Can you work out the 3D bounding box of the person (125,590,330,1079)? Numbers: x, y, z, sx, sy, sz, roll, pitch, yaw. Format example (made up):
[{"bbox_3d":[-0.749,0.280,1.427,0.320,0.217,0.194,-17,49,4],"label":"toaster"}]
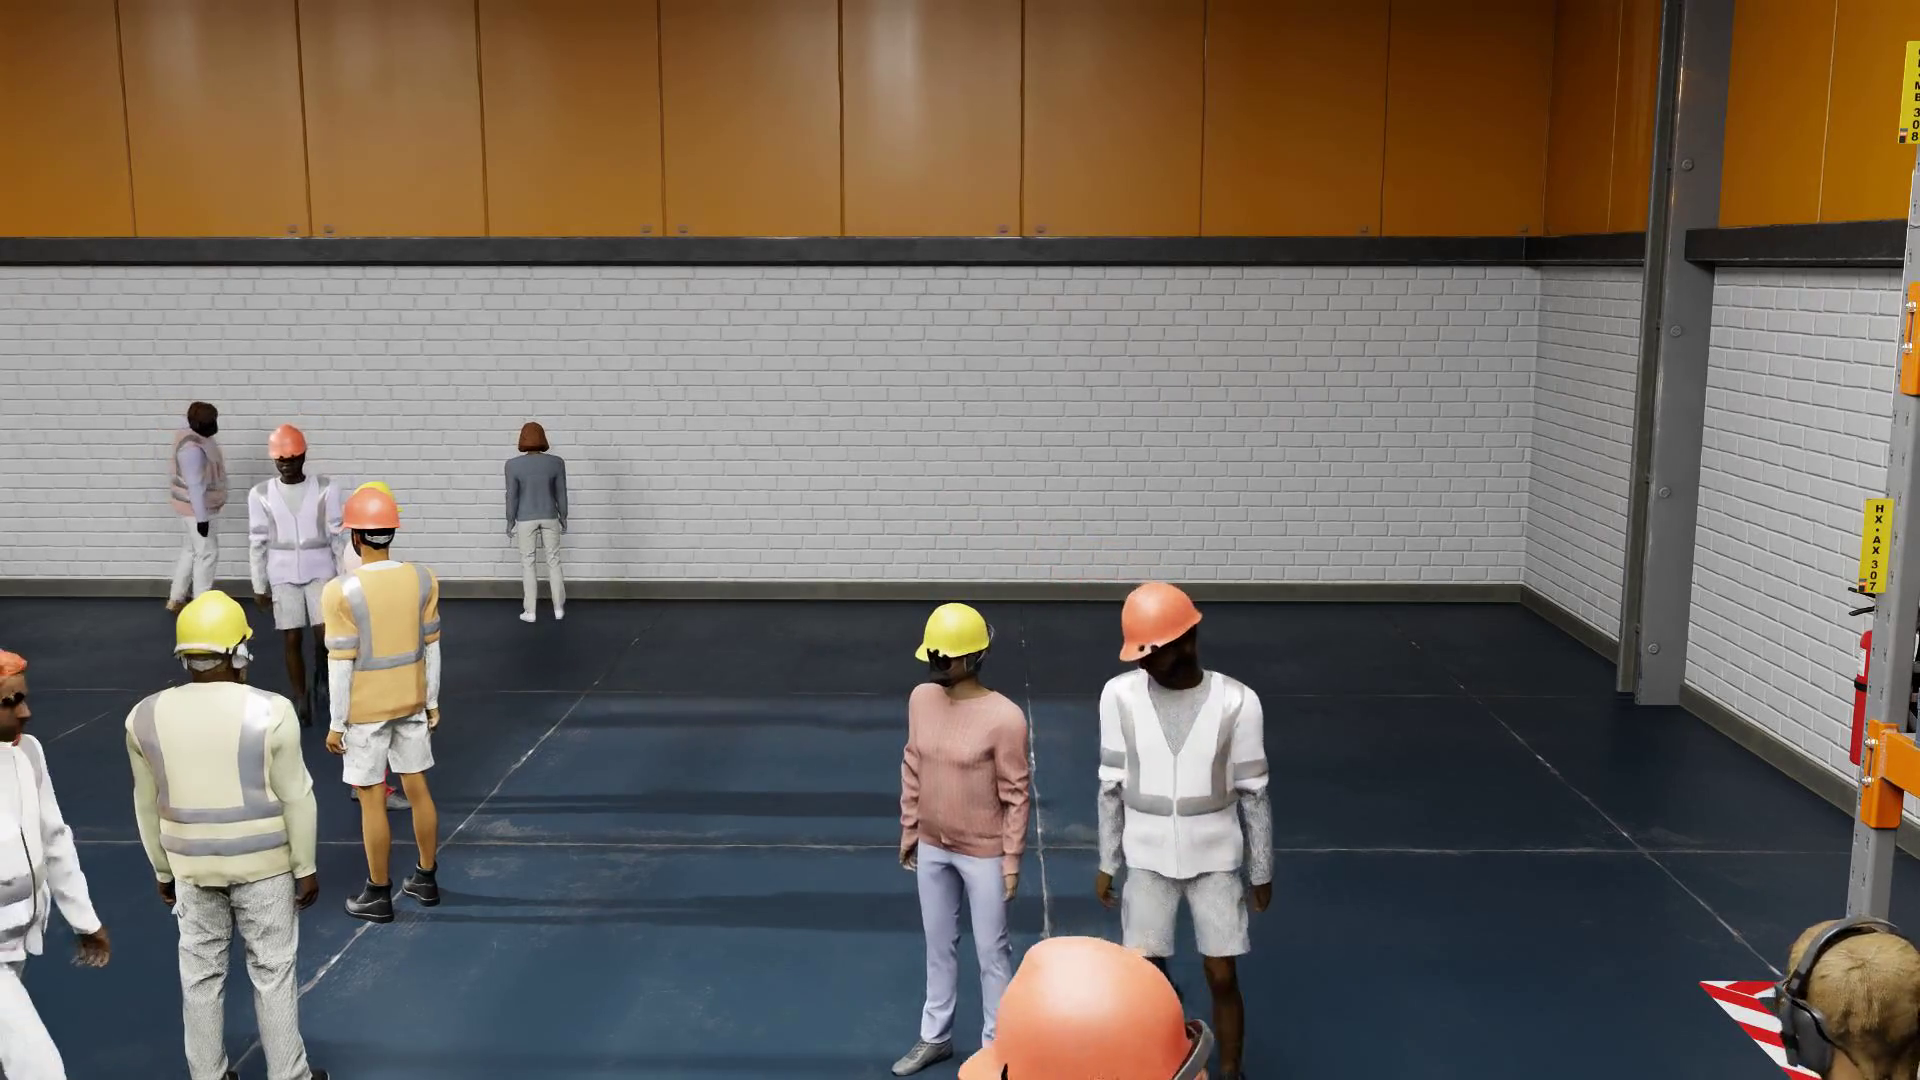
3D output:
[{"bbox_3d":[-2.460,1.075,5.645,0.587,1.837,0.404,0,9,0],"label":"person"}]

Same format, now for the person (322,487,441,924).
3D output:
[{"bbox_3d":[-2.577,0.729,7.412,0.356,1.936,0.551,8,12,39],"label":"person"}]

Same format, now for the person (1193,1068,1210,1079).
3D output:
[{"bbox_3d":[0.328,1.638,2.861,0.307,1.639,0.525,3,10,16],"label":"person"}]

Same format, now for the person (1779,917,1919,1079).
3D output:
[{"bbox_3d":[1.378,1.530,2.618,0.632,1.936,0.359,-5,11,-27],"label":"person"}]

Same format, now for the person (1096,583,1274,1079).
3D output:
[{"bbox_3d":[0.773,1.051,5.627,0.604,1.895,0.587,2,10,12],"label":"person"}]

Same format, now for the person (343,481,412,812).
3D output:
[{"bbox_3d":[-3.117,0.564,8.913,0.329,1.767,0.529,-7,12,-36],"label":"person"}]

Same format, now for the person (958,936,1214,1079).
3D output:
[{"bbox_3d":[0.110,1.525,2.417,0.814,2.010,0.631,3,10,16],"label":"person"}]

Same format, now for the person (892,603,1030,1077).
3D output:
[{"bbox_3d":[-0.002,1.081,5.837,0.523,1.763,0.329,7,12,37],"label":"person"}]

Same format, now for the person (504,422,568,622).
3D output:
[{"bbox_3d":[-3.452,-0.147,13.573,0.507,1.631,0.276,-5,11,-27],"label":"person"}]

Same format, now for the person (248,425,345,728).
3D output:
[{"bbox_3d":[-4.140,0.236,10.416,0.564,1.917,0.410,-3,10,-18],"label":"person"}]

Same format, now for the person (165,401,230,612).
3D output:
[{"bbox_3d":[-6.315,-0.241,13.661,0.614,1.803,0.690,-3,10,-19],"label":"person"}]

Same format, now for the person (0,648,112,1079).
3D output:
[{"bbox_3d":[-2.891,1.201,4.906,1.000,1.843,0.599,0,9,0],"label":"person"}]
